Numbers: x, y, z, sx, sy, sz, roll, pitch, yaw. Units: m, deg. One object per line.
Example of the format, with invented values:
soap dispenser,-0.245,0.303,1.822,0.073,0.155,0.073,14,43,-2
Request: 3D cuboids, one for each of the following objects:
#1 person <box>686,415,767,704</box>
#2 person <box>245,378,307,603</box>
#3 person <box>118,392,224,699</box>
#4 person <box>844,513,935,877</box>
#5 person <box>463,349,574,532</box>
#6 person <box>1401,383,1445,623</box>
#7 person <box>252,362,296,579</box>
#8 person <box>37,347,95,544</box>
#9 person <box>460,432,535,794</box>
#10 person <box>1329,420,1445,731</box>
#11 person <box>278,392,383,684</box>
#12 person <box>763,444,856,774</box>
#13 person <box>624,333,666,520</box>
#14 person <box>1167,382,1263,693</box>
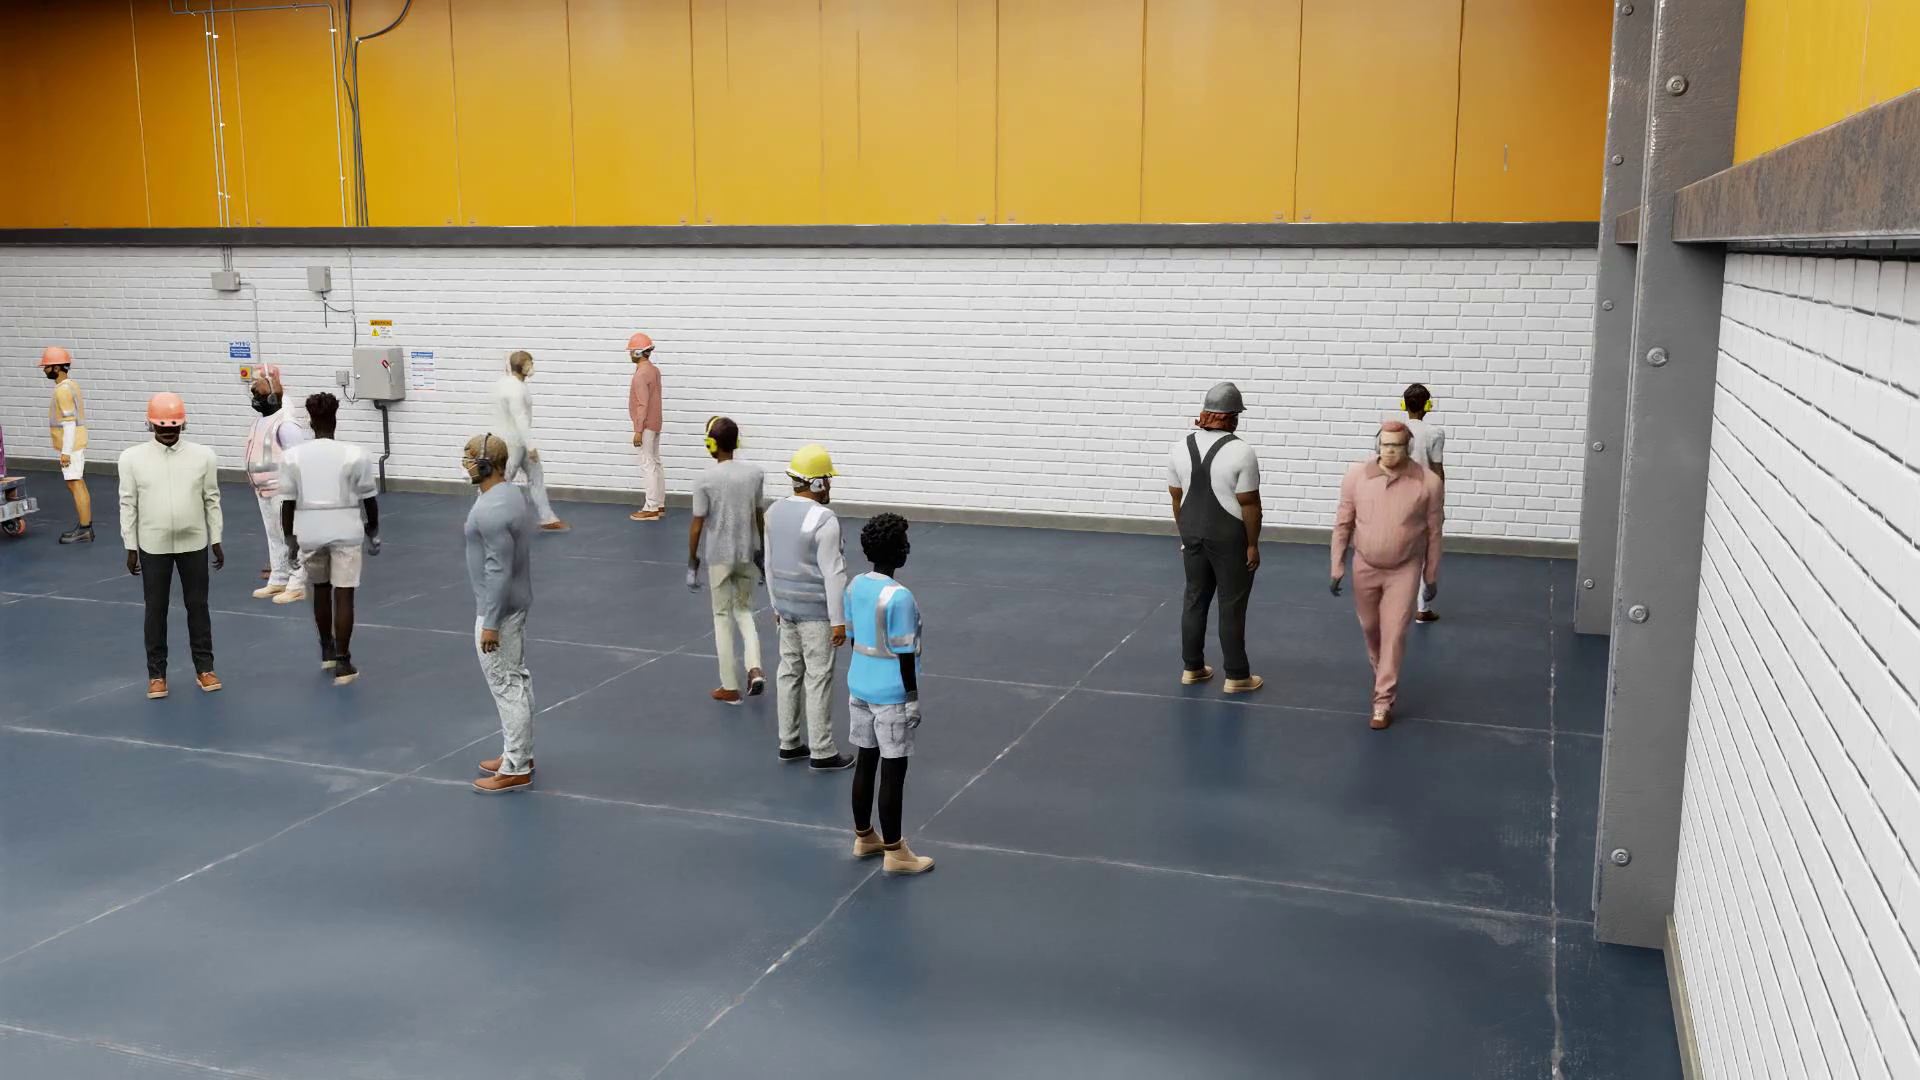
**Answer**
person,-1.472,0.138,10.553,0.566,1.856,0.385,-7,12,-34
person,-5.620,-0.406,13.667,0.624,1.845,0.430,10,14,44
person,-5.115,0.026,10.826,0.608,1.987,0.388,-7,12,-33
person,-0.345,0.714,7.767,0.319,1.696,0.532,-7,12,-33
person,-4.525,-0.981,16.791,1.054,1.893,0.636,-1,10,-7
person,3.520,-0.285,12.927,0.512,1.864,0.329,5,11,28
person,-6.036,-0.613,14.654,0.403,1.906,0.652,-4,11,-22
person,-8.781,-0.927,16.333,0.375,1.935,0.550,-4,11,-21
person,-2.473,0.387,8.926,0.355,1.938,0.637,-1,10,-8
person,2.669,0.167,10.396,0.649,1.869,0.981,5,11,25
person,-4.245,-0.036,11.294,0.607,1.941,0.785,-1,10,-5
person,-0.832,0.378,9.277,0.403,1.831,0.596,-10,14,-43
person,-3.365,-1.208,17.751,0.396,1.992,0.622,1,10,6
person,1.736,-0.029,10.982,0.535,2.000,0.674,-10,14,-44
